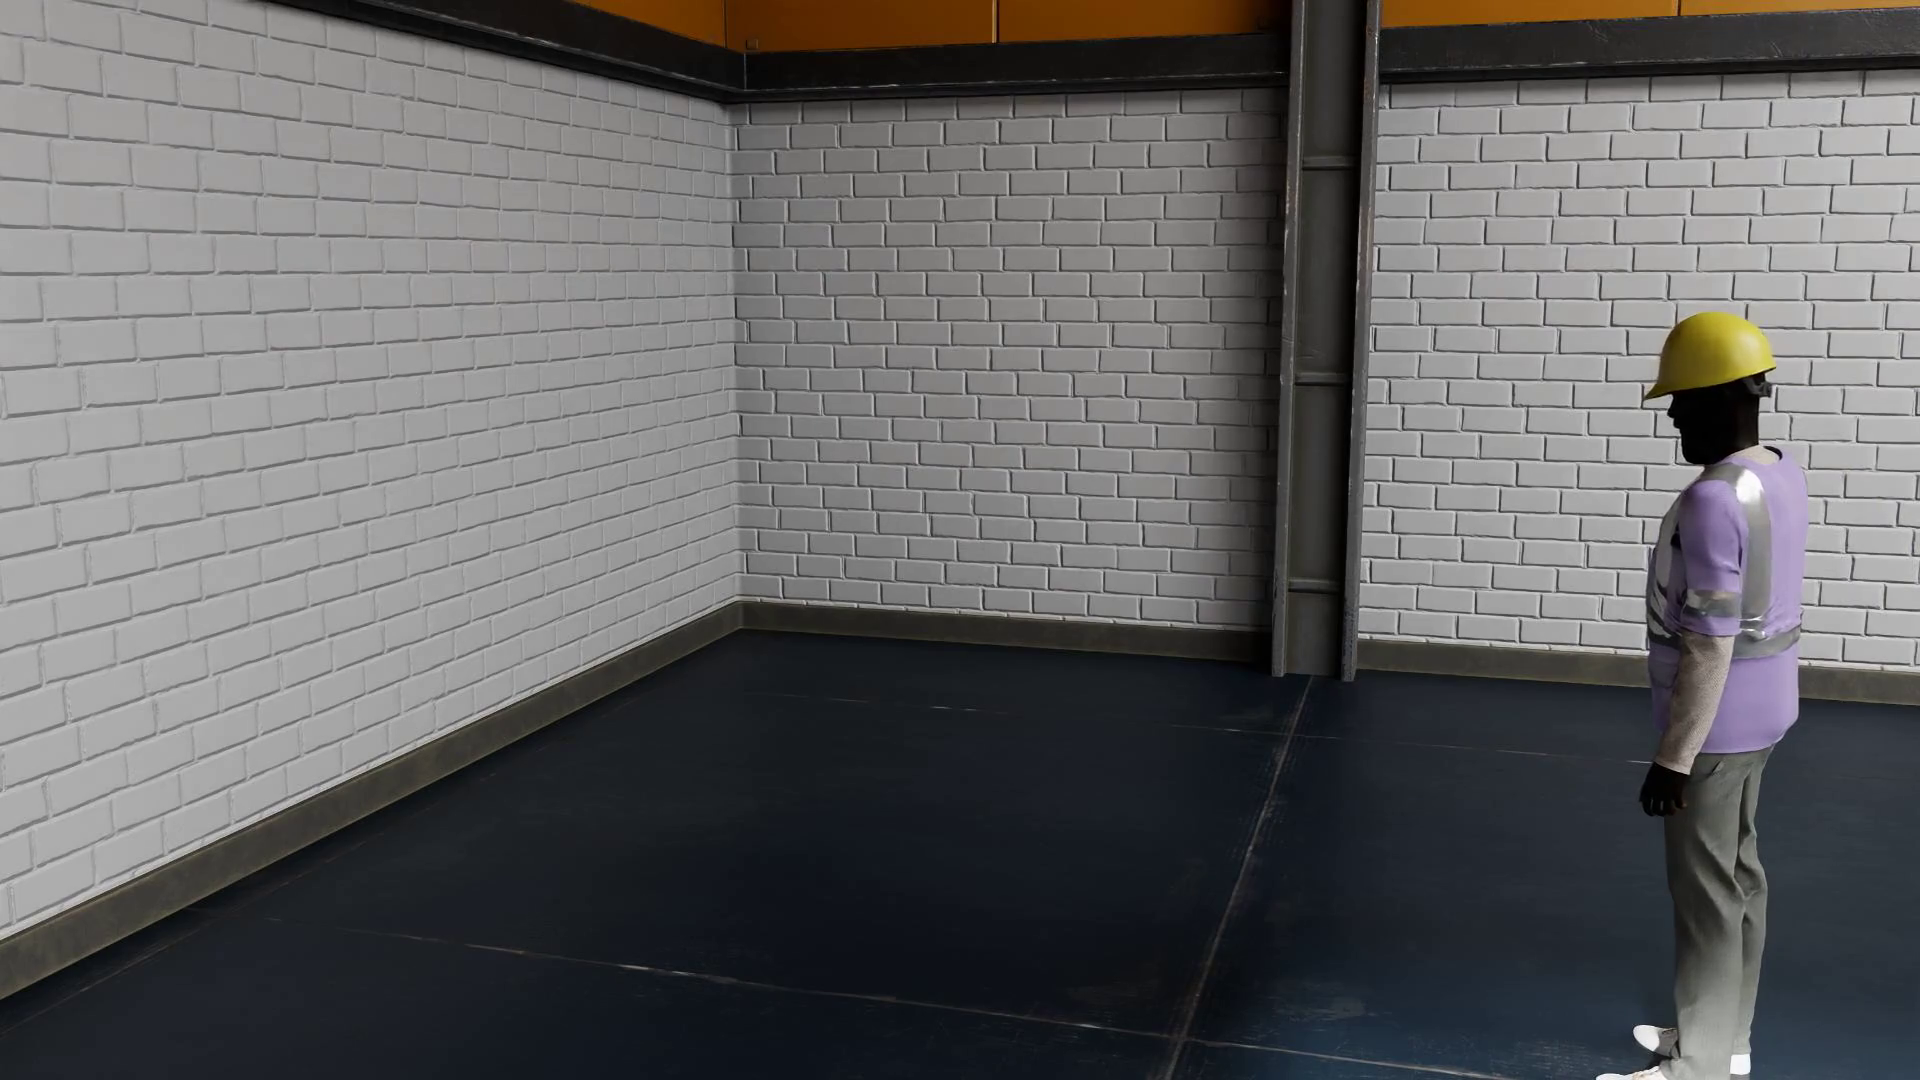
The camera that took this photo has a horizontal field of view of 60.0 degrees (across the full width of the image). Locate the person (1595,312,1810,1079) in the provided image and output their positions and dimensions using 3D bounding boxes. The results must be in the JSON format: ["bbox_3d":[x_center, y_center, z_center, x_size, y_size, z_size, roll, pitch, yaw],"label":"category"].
[{"bbox_3d":[1.781,0.422,3.973,0.374,1.919,0.585,7,12,38],"label":"person"}]
